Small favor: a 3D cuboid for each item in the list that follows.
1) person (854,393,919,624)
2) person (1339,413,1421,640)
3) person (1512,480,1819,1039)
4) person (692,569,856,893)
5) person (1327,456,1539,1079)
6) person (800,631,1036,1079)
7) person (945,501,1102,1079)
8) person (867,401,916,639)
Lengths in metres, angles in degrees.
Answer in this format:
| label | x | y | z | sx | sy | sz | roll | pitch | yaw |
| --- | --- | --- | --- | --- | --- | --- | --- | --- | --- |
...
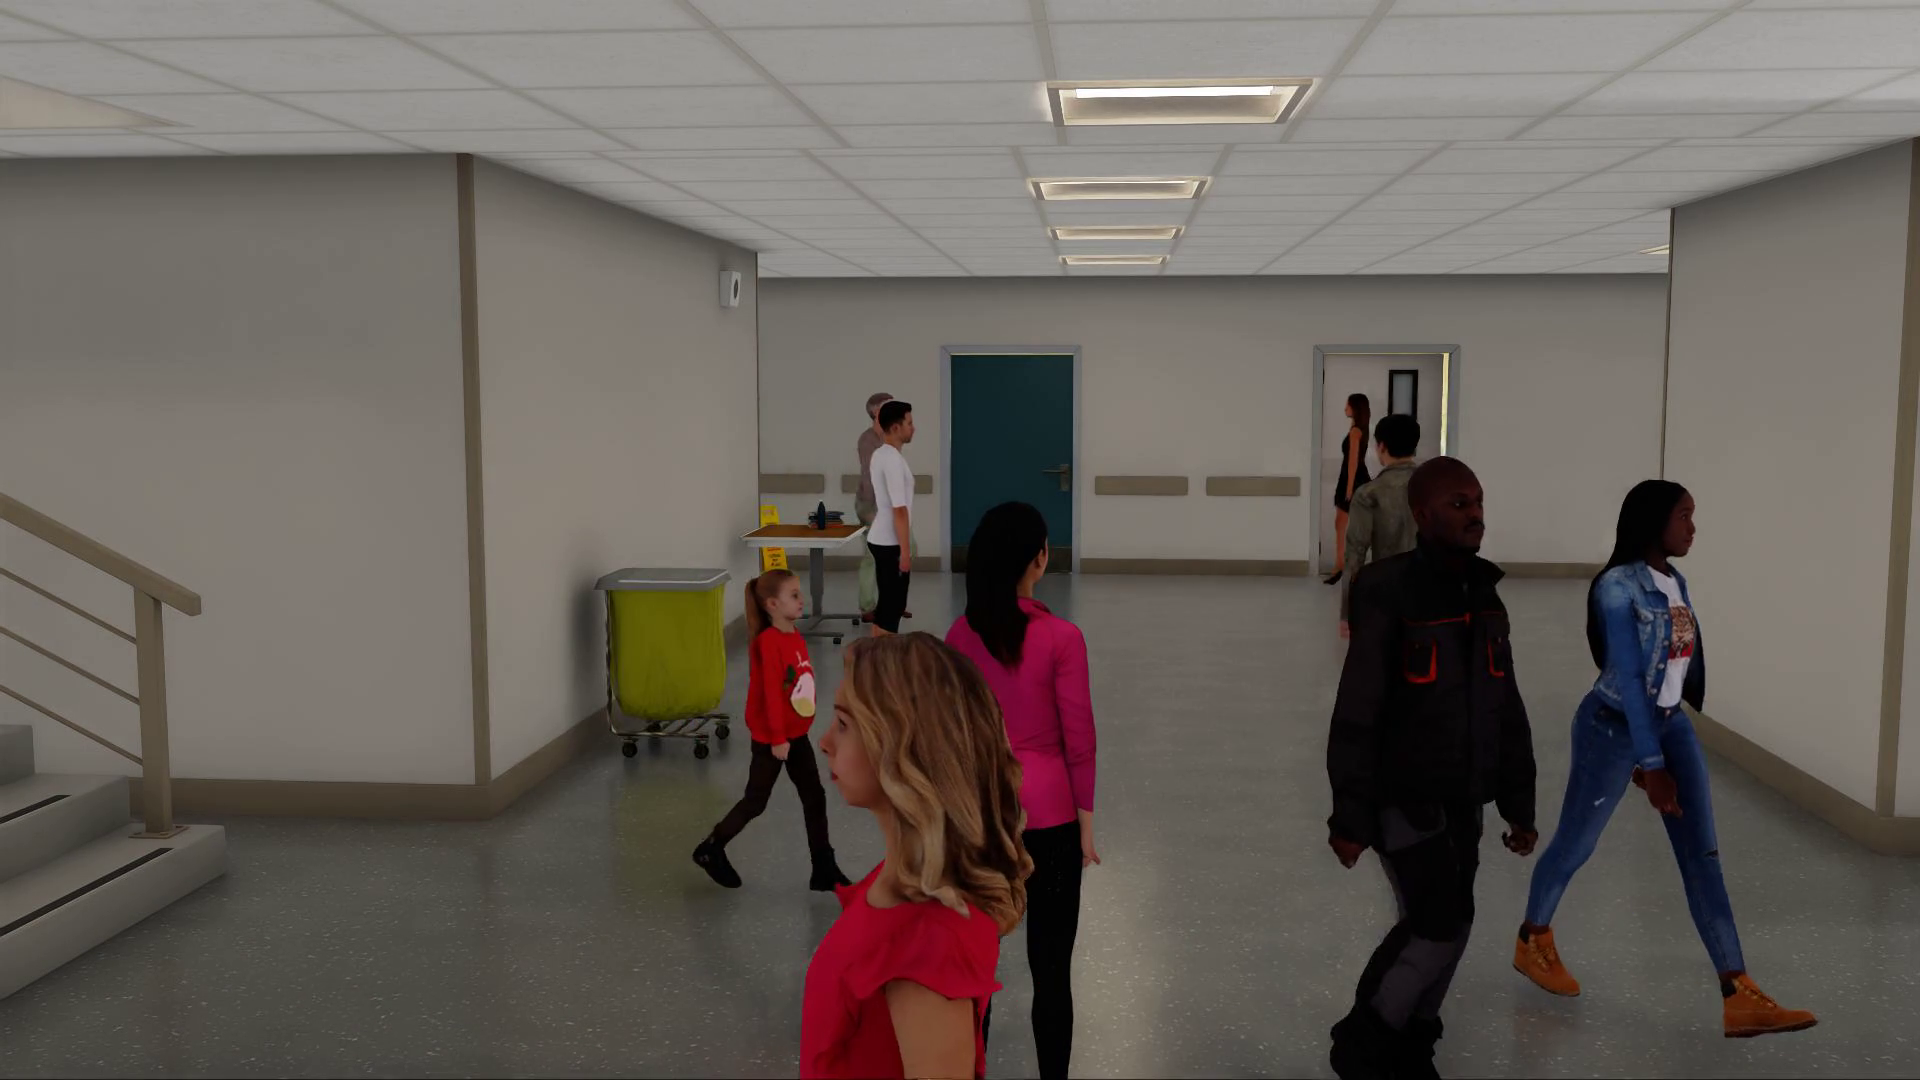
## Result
| label | x | y | z | sx | sy | sz | roll | pitch | yaw |
| --- | --- | --- | --- | --- | --- | --- | --- | --- | --- |
| person | -0.723 | -0.248 | 13.444 | 0.830 | 1.858 | 0.815 | 3 | 7 | 29 |
| person | 2.088 | 0.383 | 7.440 | 1.269 | 1.804 | 1.098 | -2 | 6 | -17 |
| person | 2.012 | 0.681 | 5.206 | 1.203 | 1.658 | 1.176 | -4 | 7 | -32 |
| person | -0.750 | 0.761 | 6.423 | 0.960 | 1.255 | 0.644 | 2 | 6 | 19 |
| person | 1.187 | 0.671 | 4.540 | 0.843 | 1.811 | 0.913 | -5 | 7 | -39 |
| person | 0.019 | 0.966 | 2.098 | 0.801 | 1.714 | 0.595 | 0 | 6 | 1 |
| person | 0.146 | 0.743 | 4.387 | 0.617 | 1.699 | 0.720 | 3 | 6 | 25 |
| person | -0.462 | 0.018 | 10.846 | 0.691 | 1.848 | 0.738 | -2 | 6 | -15 |
